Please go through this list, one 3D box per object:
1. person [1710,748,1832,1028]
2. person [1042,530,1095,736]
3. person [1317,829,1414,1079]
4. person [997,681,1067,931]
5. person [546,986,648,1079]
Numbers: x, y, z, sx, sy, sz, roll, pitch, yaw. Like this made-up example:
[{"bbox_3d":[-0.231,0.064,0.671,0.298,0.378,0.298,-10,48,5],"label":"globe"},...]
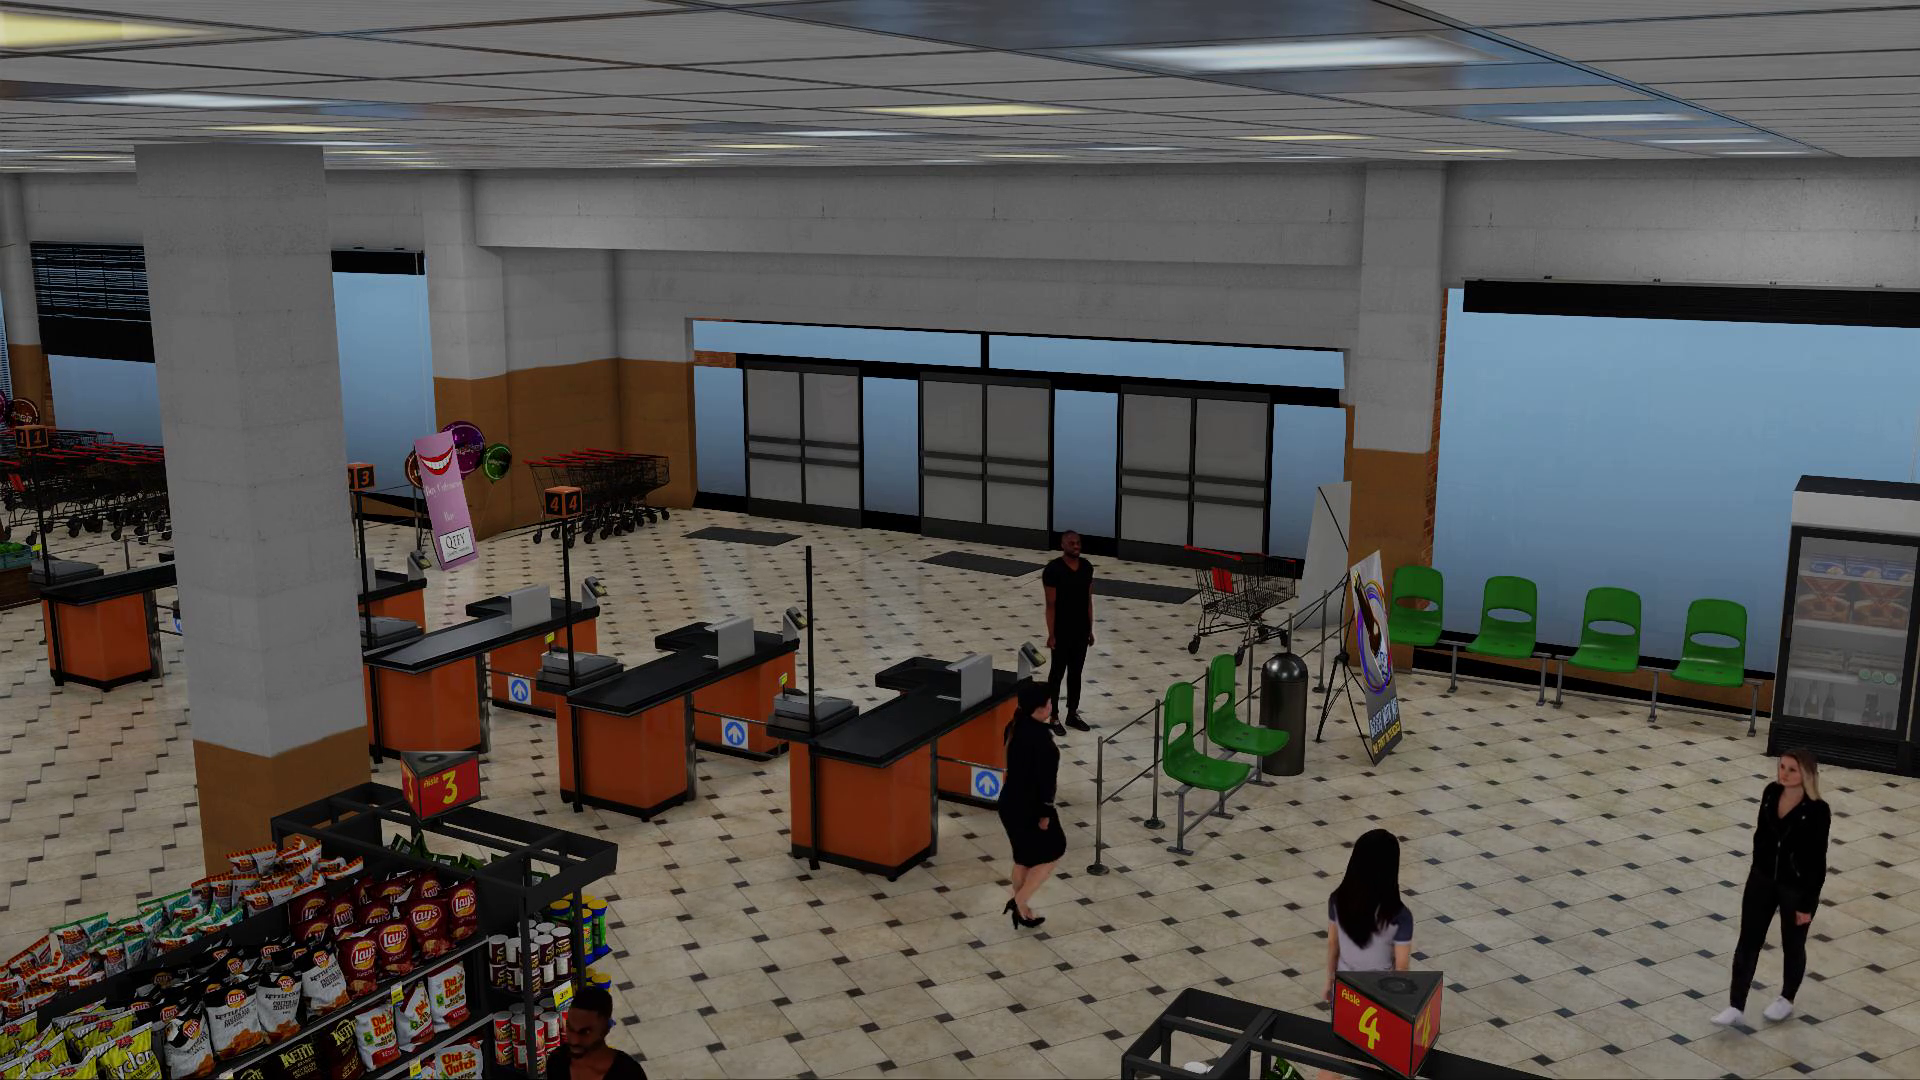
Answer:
[{"bbox_3d":[4.772,1.981,9.502,1.038,1.664,0.890,-8,14,-32],"label":"person"},{"bbox_3d":[0.959,0.800,14.733,0.684,1.820,0.811,-7,14,-30],"label":"person"},{"bbox_3d":[1.951,2.256,8.133,0.673,1.691,0.889,10,15,39],"label":"person"},{"bbox_3d":[0.377,1.735,10.680,0.849,1.660,0.822,-6,13,-27],"label":"person"},{"bbox_3d":[-1.322,2.557,6.543,0.743,1.757,1.257,9,15,36],"label":"person"}]
